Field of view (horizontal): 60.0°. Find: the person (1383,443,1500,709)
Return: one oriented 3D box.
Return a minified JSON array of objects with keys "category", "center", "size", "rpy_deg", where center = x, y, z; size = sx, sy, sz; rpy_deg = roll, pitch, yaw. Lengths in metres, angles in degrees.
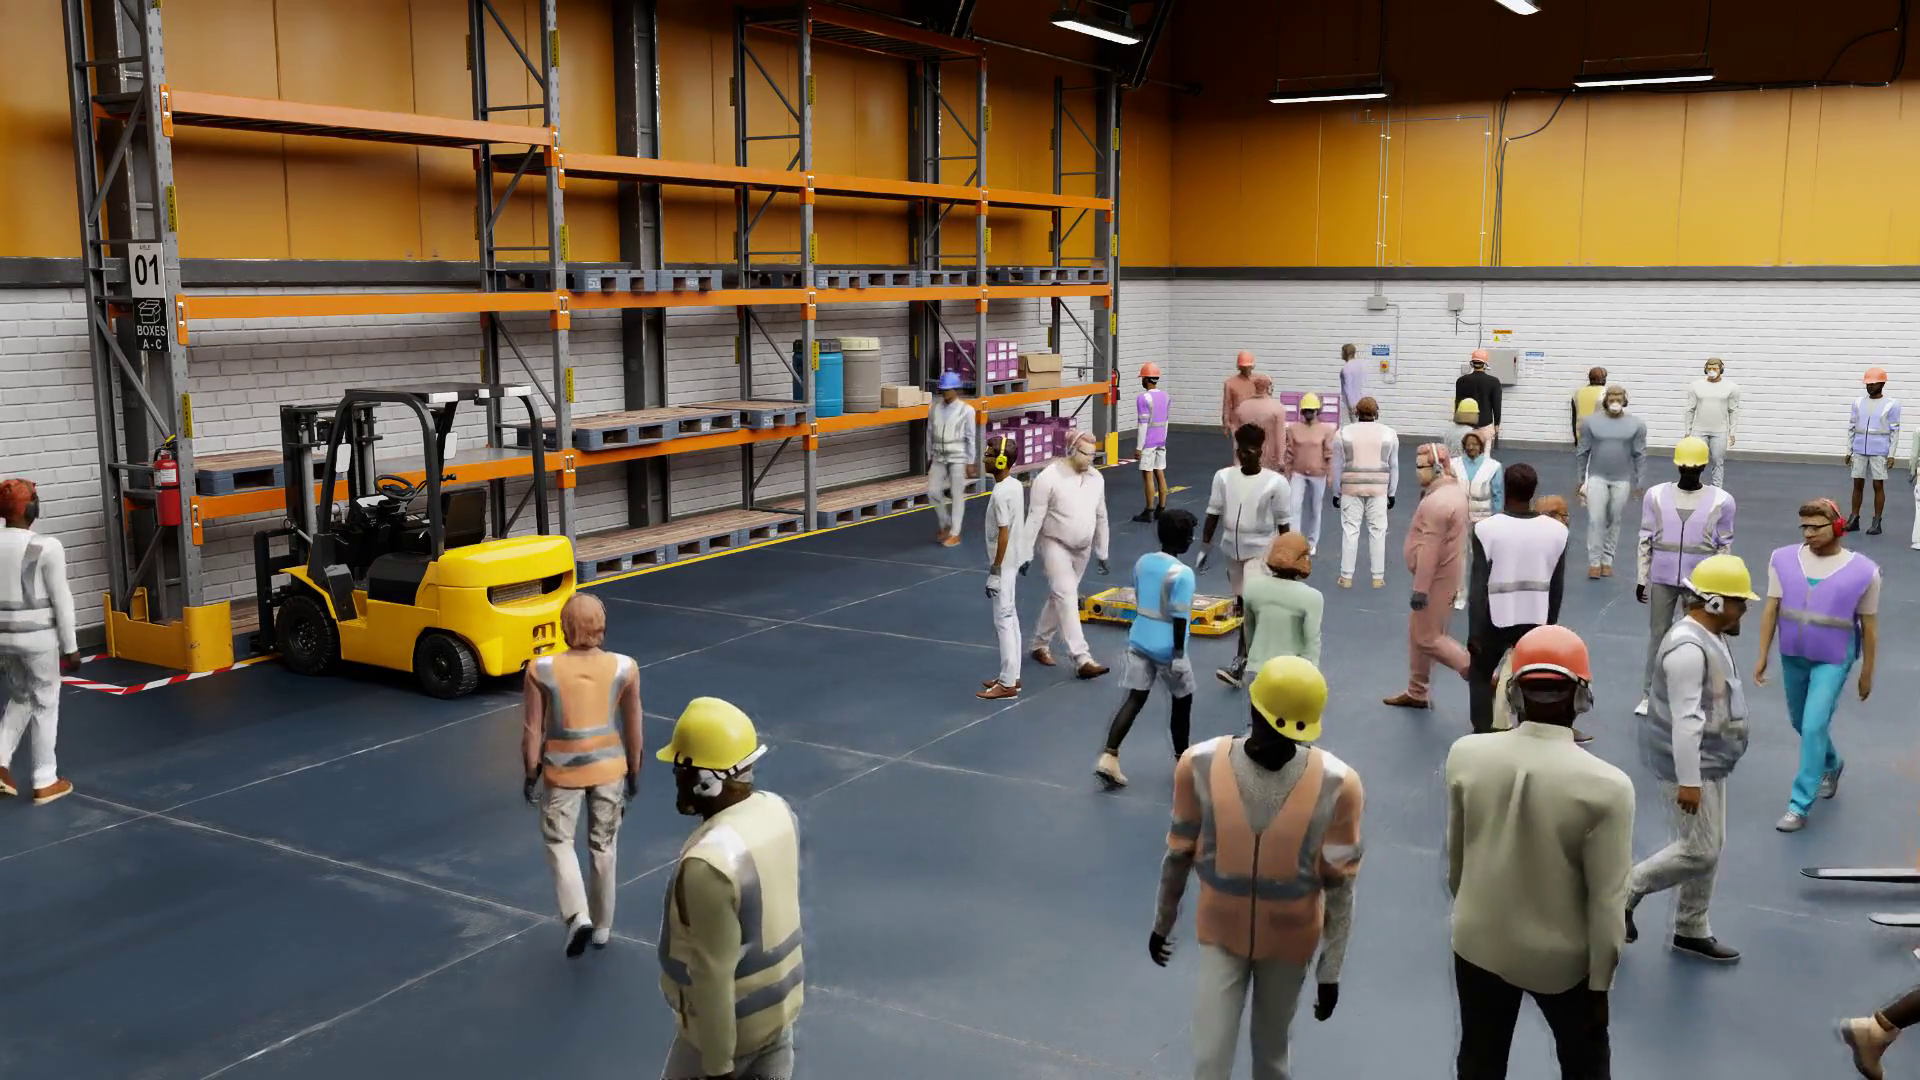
[{"category":"person","center":[3.292,0.275,11.272],"size":[0.718,1.877,0.645],"rpy_deg":[4,10,22]}]

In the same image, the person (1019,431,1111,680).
[{"category":"person","center":[0.820,0.098,12.496],"size":[0.696,1.841,0.999],"rpy_deg":[-7,12,-38]}]

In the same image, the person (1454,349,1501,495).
[{"category":"person","center":[7.011,-1.590,22.542],"size":[0.612,1.995,0.382],"rpy_deg":[5,10,27]}]

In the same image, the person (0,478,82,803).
[{"category":"person","center":[-5.272,0.582,9.396],"size":[0.576,1.872,0.431],"rpy_deg":[2,9,10]}]

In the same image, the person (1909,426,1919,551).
[{"category":"person","center":[10.558,-0.683,17.999],"size":[0.516,1.636,0.314],"rpy_deg":[6,11,31]}]

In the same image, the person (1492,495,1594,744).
[{"category":"person","center":[3.764,0.509,10.633],"size":[0.705,1.604,0.519],"rpy_deg":[-1,9,-5]}]

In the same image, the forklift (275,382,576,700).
[{"category":"forklift","center":[-3.974,-0.067,12.417],"size":[2.313,2.155,1.214],"rpy_deg":[5,11,30]}]

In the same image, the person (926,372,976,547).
[{"category":"person","center":[-0.115,-0.886,18.320],"size":[0.634,1.936,0.439],"rpy_deg":[5,10,28]}]

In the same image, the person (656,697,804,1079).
[{"category":"person","center":[-0.700,1.338,4.799],"size":[0.605,1.815,0.590],"rpy_deg":[3,10,19]}]

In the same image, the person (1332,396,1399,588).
[{"category":"person","center":[3.869,-0.454,15.930],"size":[0.625,1.844,0.429],"rpy_deg":[1,9,8]}]

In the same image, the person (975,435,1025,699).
[{"category":"person","center":[0.287,0.193,11.789],"size":[0.326,1.876,0.518],"rpy_deg":[2,9,12]}]

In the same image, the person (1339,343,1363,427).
[{"category":"person","center":[6.355,-2.218,26.783],"size":[0.933,1.908,0.631],"rpy_deg":[7,12,38]}]

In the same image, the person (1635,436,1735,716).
[{"category":"person","center":[4.873,0.257,11.224],"size":[0.587,1.927,0.365],"rpy_deg":[5,10,30]}]

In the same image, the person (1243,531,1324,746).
[{"category":"person","center":[1.799,0.744,9.212],"size":[0.516,1.596,0.801],"rpy_deg":[6,11,34]}]

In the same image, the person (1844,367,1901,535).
[{"category":"person","center":[10.519,-1.029,19.222],"size":[0.361,1.935,0.553],"rpy_deg":[-7,12,-38]}]

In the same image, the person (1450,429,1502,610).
[{"category":"person","center":[4.620,-0.199,15.020],"size":[0.519,1.625,0.568],"rpy_deg":[4,10,25]}]

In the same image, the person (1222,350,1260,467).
[{"category":"person","center":[3.884,-1.600,22.673],"size":[0.634,1.971,0.498],"rpy_deg":[0,9,-2]}]

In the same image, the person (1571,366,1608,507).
[{"category":"person","center":[8.146,-1.320,21.368],"size":[0.446,1.829,0.651],"rpy_deg":[-5,11,-31]}]

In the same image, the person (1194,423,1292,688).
[{"category":"person","center":[2.068,0.103,12.227],"size":[0.628,1.911,1.004],"rpy_deg":[7,12,39]}]

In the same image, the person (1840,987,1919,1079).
[{"category":"person","center":[3.618,1.216,5.988],"size":[0.697,1.674,0.540],"rpy_deg":[4,10,21]}]

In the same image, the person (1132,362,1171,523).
[{"category":"person","center":[2.302,-1.178,20.148],"size":[0.543,1.939,0.370],"rpy_deg":[-9,13,-44]}]

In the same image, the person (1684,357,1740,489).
[{"category":"person","center":[9.681,-1.389,21.461],"size":[0.638,1.938,0.356],"rpy_deg":[5,11,30]}]

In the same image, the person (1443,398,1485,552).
[{"category":"person","center":[5.350,-0.662,17.692],"size":[0.921,1.692,0.499],"rpy_deg":[-5,10,-26]}]

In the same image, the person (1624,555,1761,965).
[{"category":"person","center":[3.156,0.951,7.254],"size":[0.510,1.808,0.603],"rpy_deg":[6,11,34]}]

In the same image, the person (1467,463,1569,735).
[{"category":"person","center":[3.278,0.481,9.946],"size":[0.603,1.890,0.744],"rpy_deg":[-1,9,-4]}]

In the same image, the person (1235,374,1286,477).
[{"category":"person","center":[3.388,-0.907,18.588],"size":[0.677,1.892,0.418],"rpy_deg":[9,12,43]}]

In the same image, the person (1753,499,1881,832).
[{"category":"person","center":[4.770,0.648,9.205],"size":[0.933,1.804,0.555],"rpy_deg":[-7,12,-39]}]

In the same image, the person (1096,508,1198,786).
[{"category":"person","center":[1.129,0.634,9.760],"size":[0.832,1.649,0.537],"rpy_deg":[-6,11,-32]}]

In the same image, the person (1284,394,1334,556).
[{"category":"person","center":[3.654,-0.663,17.532],"size":[0.547,1.733,0.800],"rpy_deg":[4,10,22]}]

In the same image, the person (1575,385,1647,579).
[{"category":"person","center":[6.380,-0.550,16.288],"size":[0.655,1.914,0.803],"rpy_deg":[2,9,15]}]

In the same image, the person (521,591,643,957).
[{"category":"person","center":[-1.638,1.040,7.287],"size":[0.529,1.623,0.468],"rpy_deg":[-3,10,-20]}]

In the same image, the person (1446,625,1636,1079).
[{"category":"person","center":[1.790,1.224,5.119],"size":[0.611,1.948,0.853],"rpy_deg":[8,12,40]}]

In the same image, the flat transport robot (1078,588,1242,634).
[{"category":"flat transport robot","center":[1.693,0.593,14.281],"size":[1.431,0.197,0.652],"rpy_deg":[5,11,30]}]

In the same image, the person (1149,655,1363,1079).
[{"category":"person","center":[0.897,1.257,5.210],"size":[0.674,1.855,0.915],"rpy_deg":[3,10,17]}]
